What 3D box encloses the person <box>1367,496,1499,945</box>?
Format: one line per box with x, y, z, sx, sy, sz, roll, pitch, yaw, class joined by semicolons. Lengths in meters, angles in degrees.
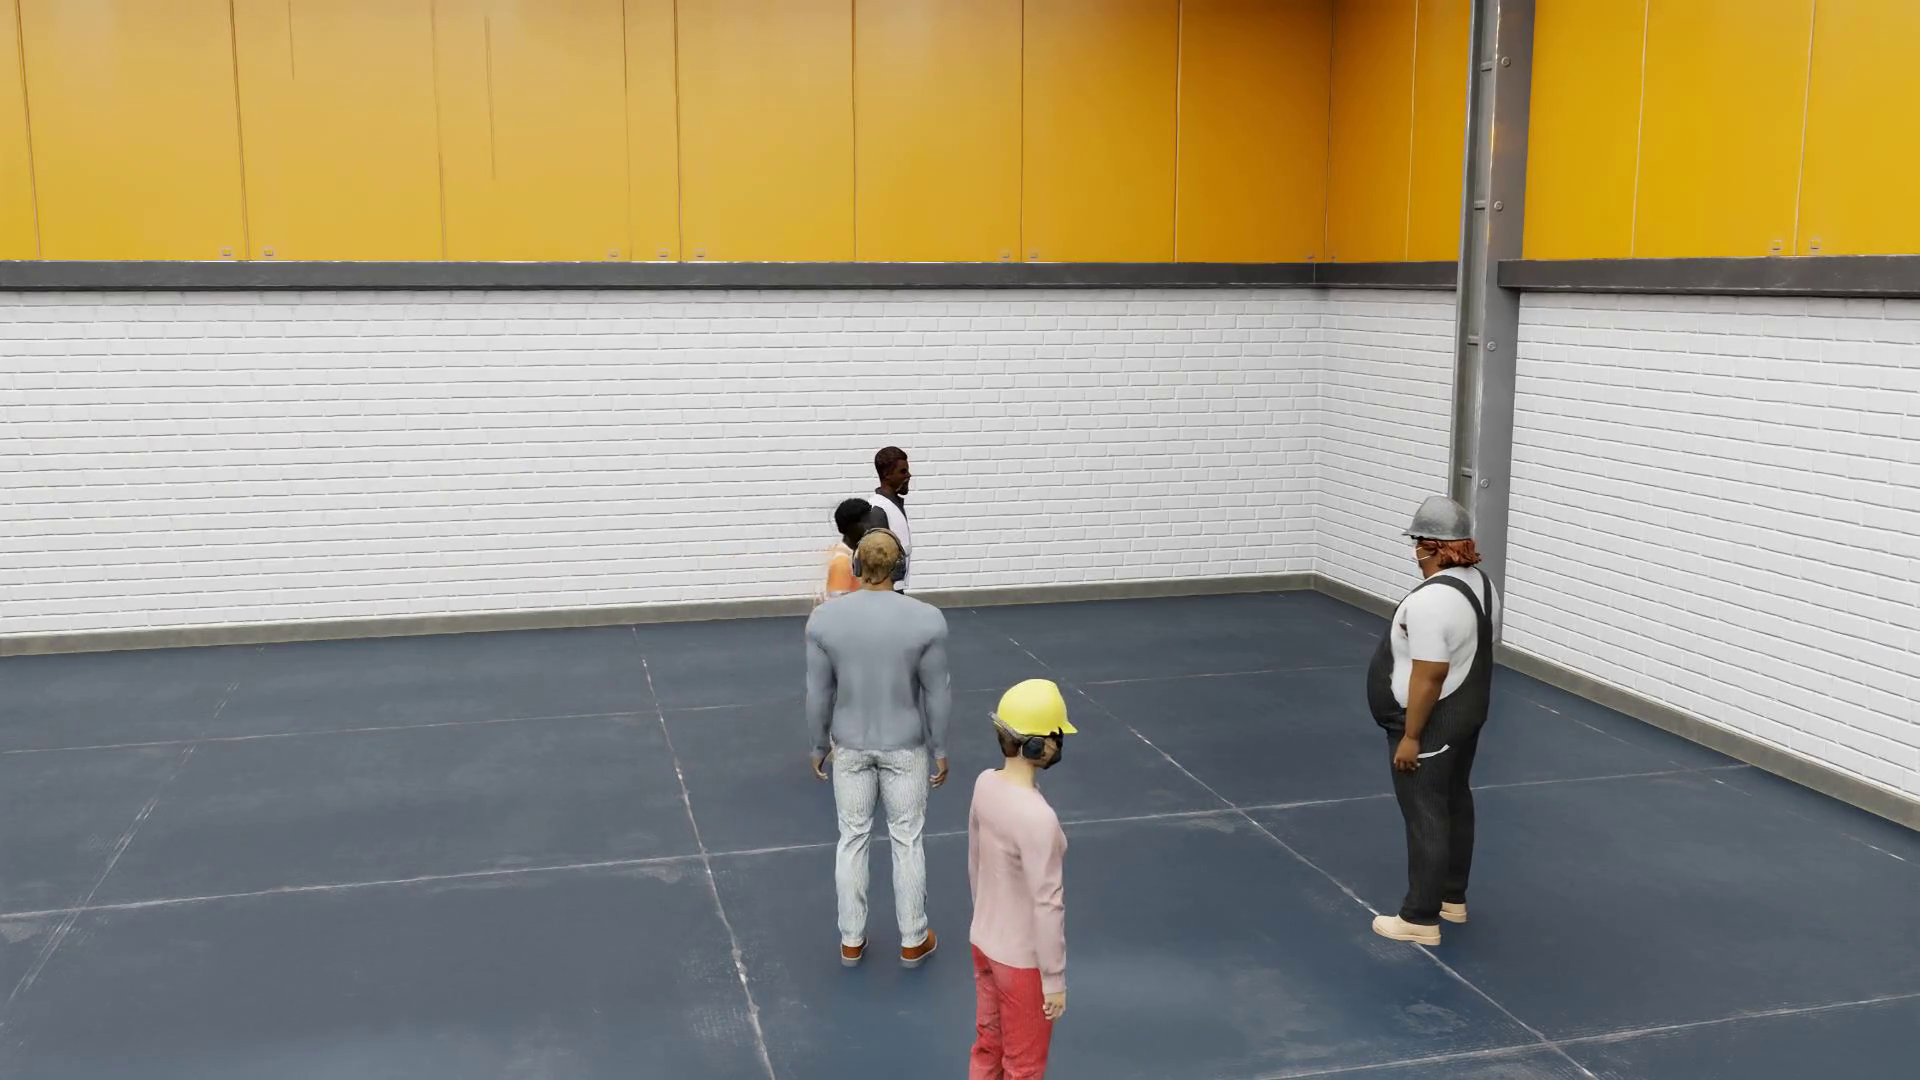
2.130;0.803;7.607;0.539;2.000;0.689;7;12;38;person

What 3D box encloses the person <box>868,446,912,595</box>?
-0.474;0.344;10.861;0.393;1.917;0.589;1;9;5;person

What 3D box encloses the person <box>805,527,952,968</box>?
-0.352;0.909;7.267;0.635;1.937;0.354;1;9;6;person

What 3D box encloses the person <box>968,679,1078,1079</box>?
0.209;1.309;5.311;0.330;1.765;0.533;-4;10;-23;person

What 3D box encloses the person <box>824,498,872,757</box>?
-0.649;0.572;10.143;0.374;1.680;0.547;0;9;2;person
